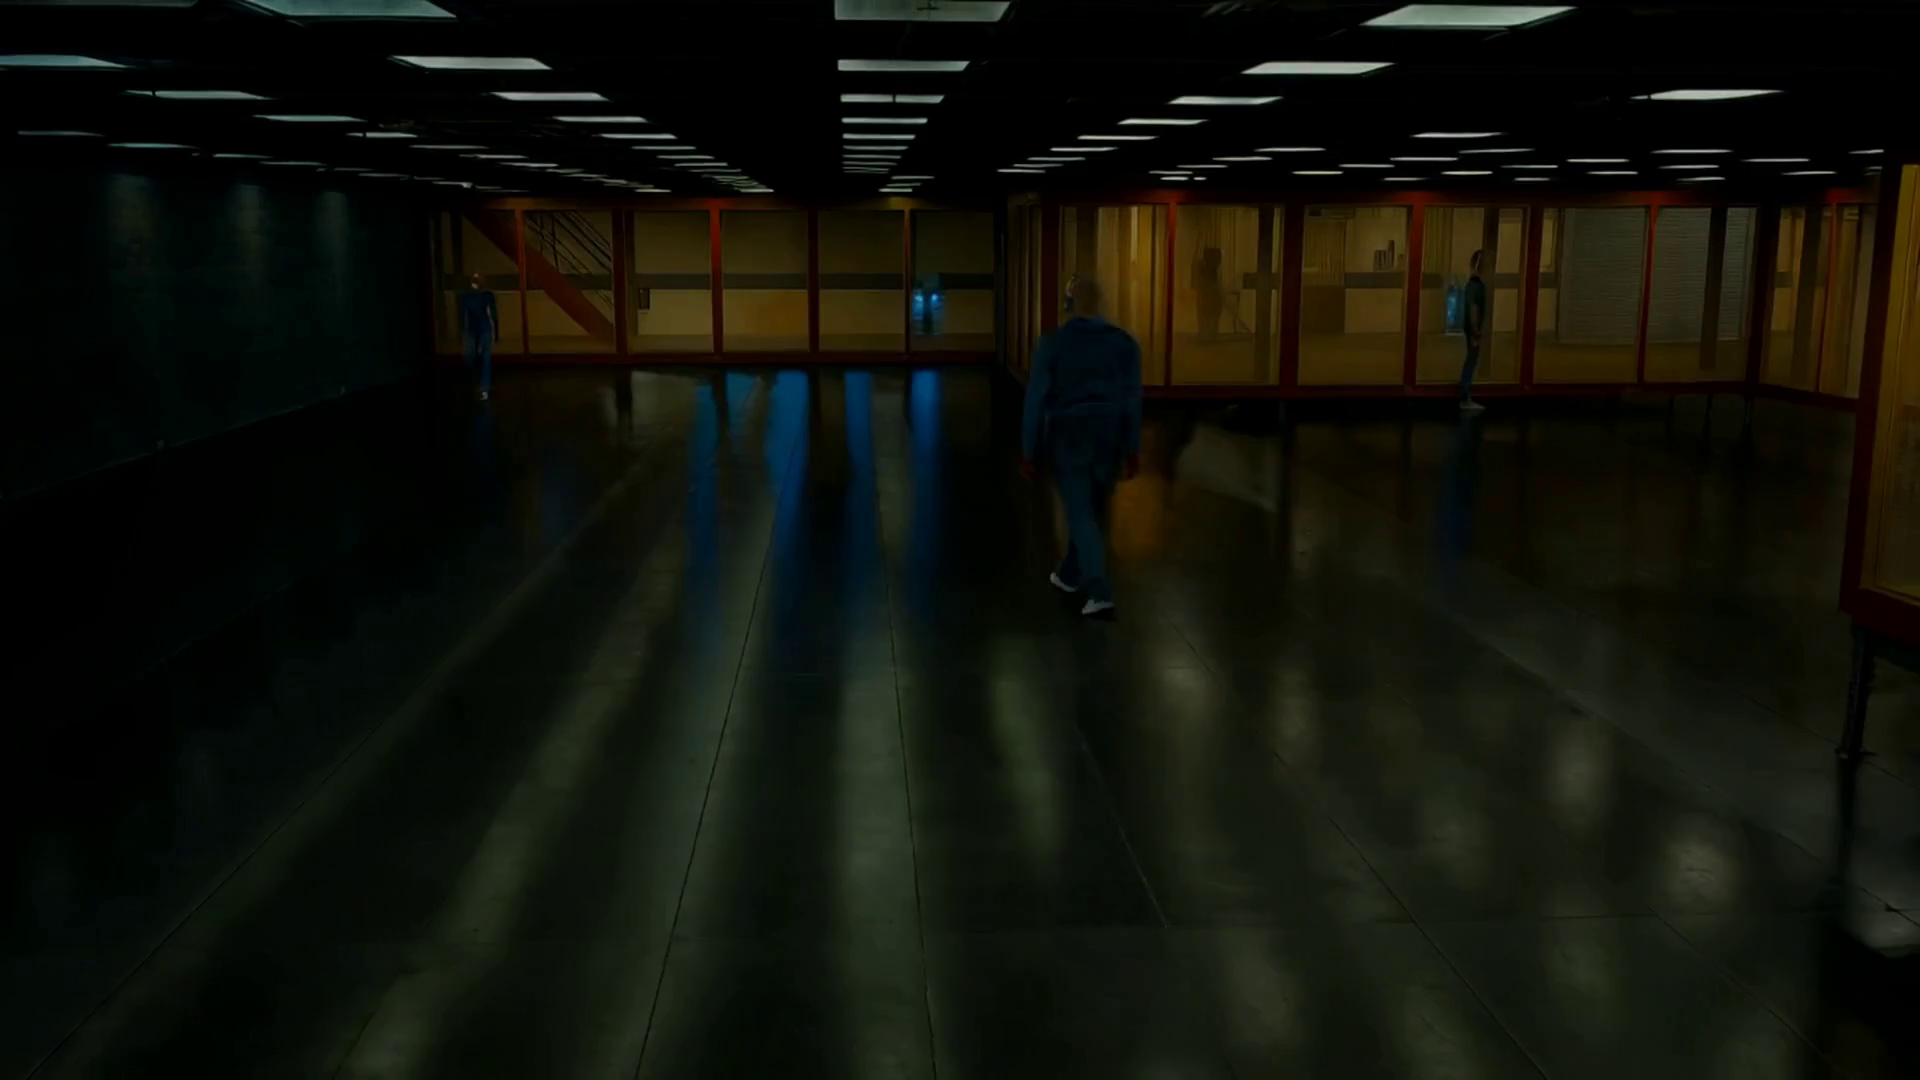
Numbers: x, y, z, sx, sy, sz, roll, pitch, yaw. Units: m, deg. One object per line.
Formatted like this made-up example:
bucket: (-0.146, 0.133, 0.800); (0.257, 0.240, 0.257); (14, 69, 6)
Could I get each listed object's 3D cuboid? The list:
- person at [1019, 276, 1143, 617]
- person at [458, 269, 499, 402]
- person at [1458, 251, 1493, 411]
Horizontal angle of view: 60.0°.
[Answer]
person: (0.676, -0.532, 9.235); (0.646, 1.852, 1.033); (-5, 11, -24)
person: (-5.922, -2.506, 20.450); (0.517, 1.625, 0.348); (1, 11, 3)
person: (6.063, -2.454, 19.552); (0.334, 1.864, 0.521); (3, 11, 18)
